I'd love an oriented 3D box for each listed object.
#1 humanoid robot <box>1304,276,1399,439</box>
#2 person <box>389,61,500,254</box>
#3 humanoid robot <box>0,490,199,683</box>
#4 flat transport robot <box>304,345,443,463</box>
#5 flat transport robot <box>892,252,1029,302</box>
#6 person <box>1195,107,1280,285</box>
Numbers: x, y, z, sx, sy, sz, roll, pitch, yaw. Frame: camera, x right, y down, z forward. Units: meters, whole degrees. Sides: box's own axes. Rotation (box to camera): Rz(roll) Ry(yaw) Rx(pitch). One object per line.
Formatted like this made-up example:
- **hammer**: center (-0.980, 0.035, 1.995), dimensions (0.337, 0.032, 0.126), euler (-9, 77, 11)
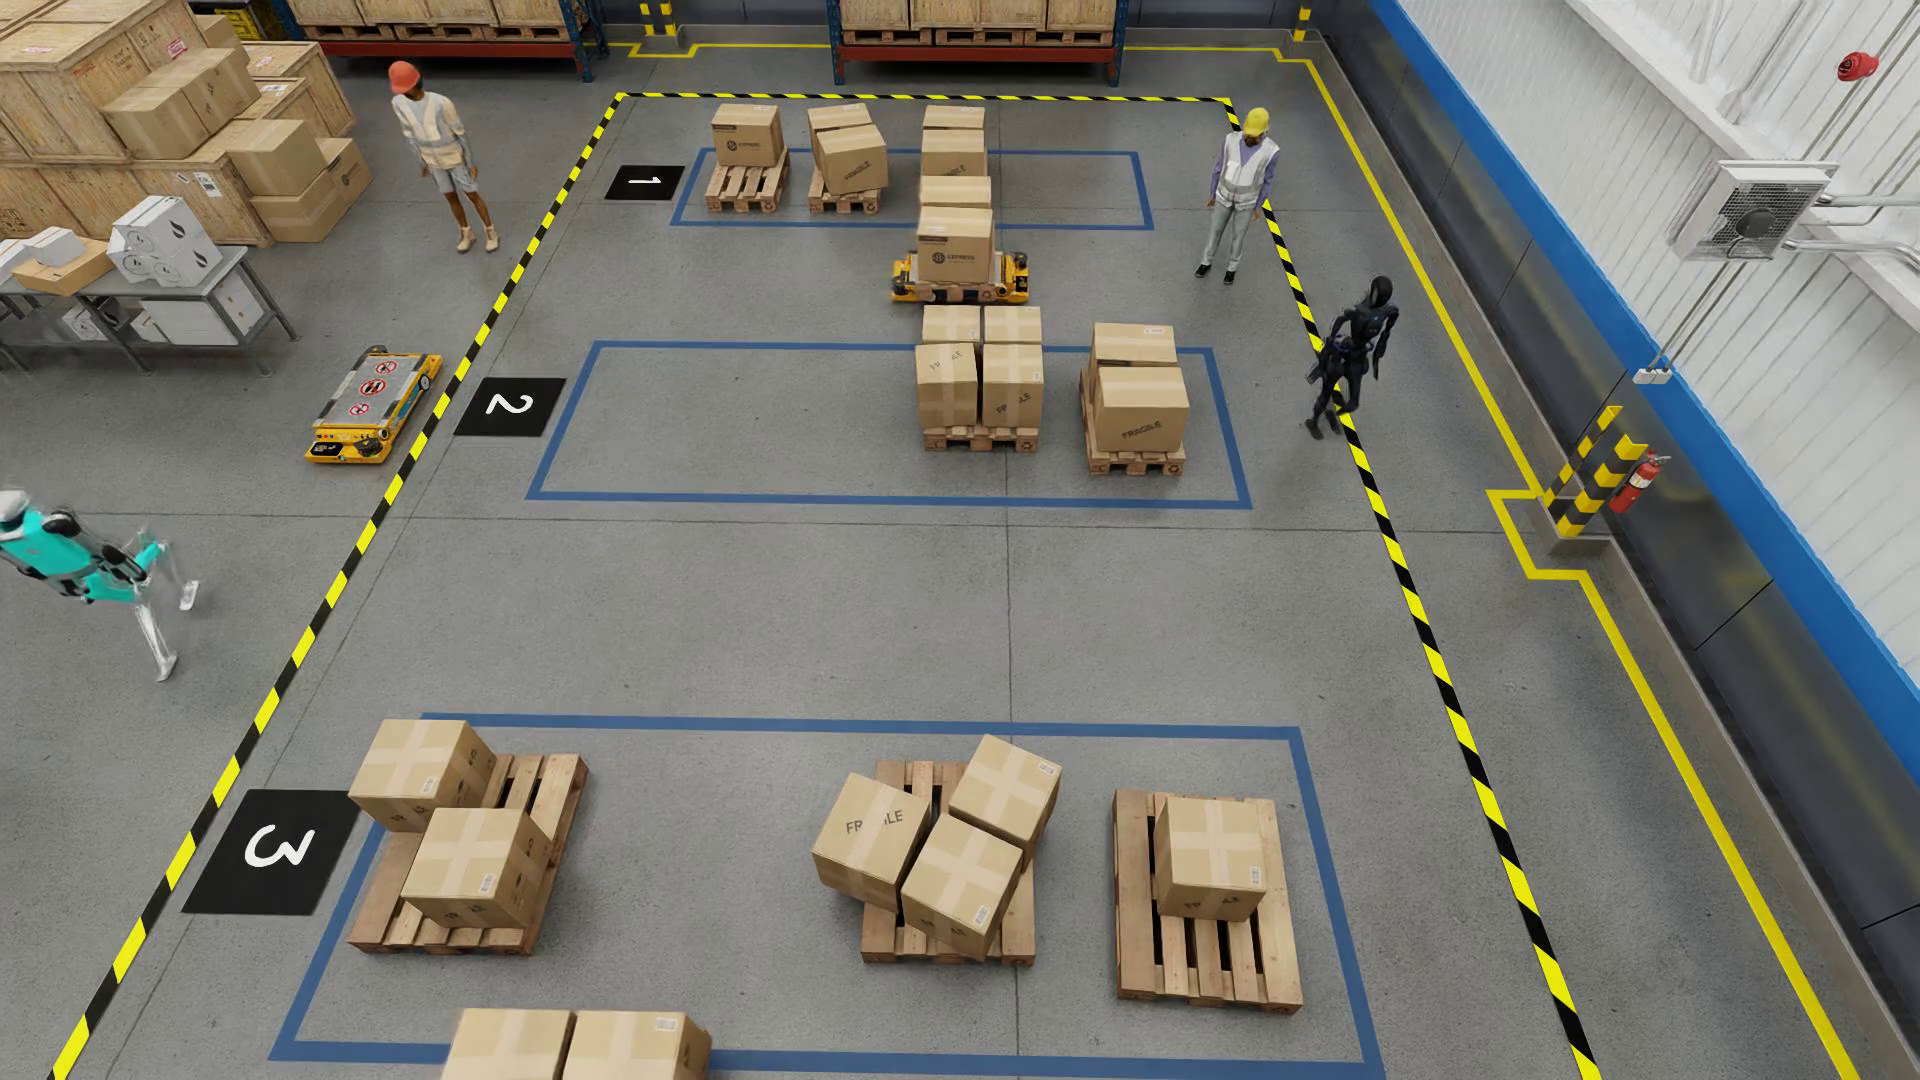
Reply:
- **humanoid robot**: center (3.272, -1.503, 7.714), dimensions (0.614, 1.642, 0.335), euler (-7, 50, -6)
- **person**: center (-5.366, -3.943, 9.551), dimensions (0.607, 2.031, 0.406), euler (0, 50, 0)
- **humanoid robot**: center (-5.876, 0.127, 6.343), dimensions (0.533, 1.769, 1.039), euler (-12, 51, -10)
- **flat transport robot**: center (-5.383, -1.269, 8.441), dimensions (0.659, 0.231, 1.431), euler (1, 50, 1)
- **flat transport robot**: center (0.010, -2.803, 9.720), dimensions (1.431, 0.197, 0.652), euler (1, 50, 1)
- **person**: center (2.799, -3.464, 9.275), dimensions (0.587, 1.830, 0.404), euler (21, 53, 17)
